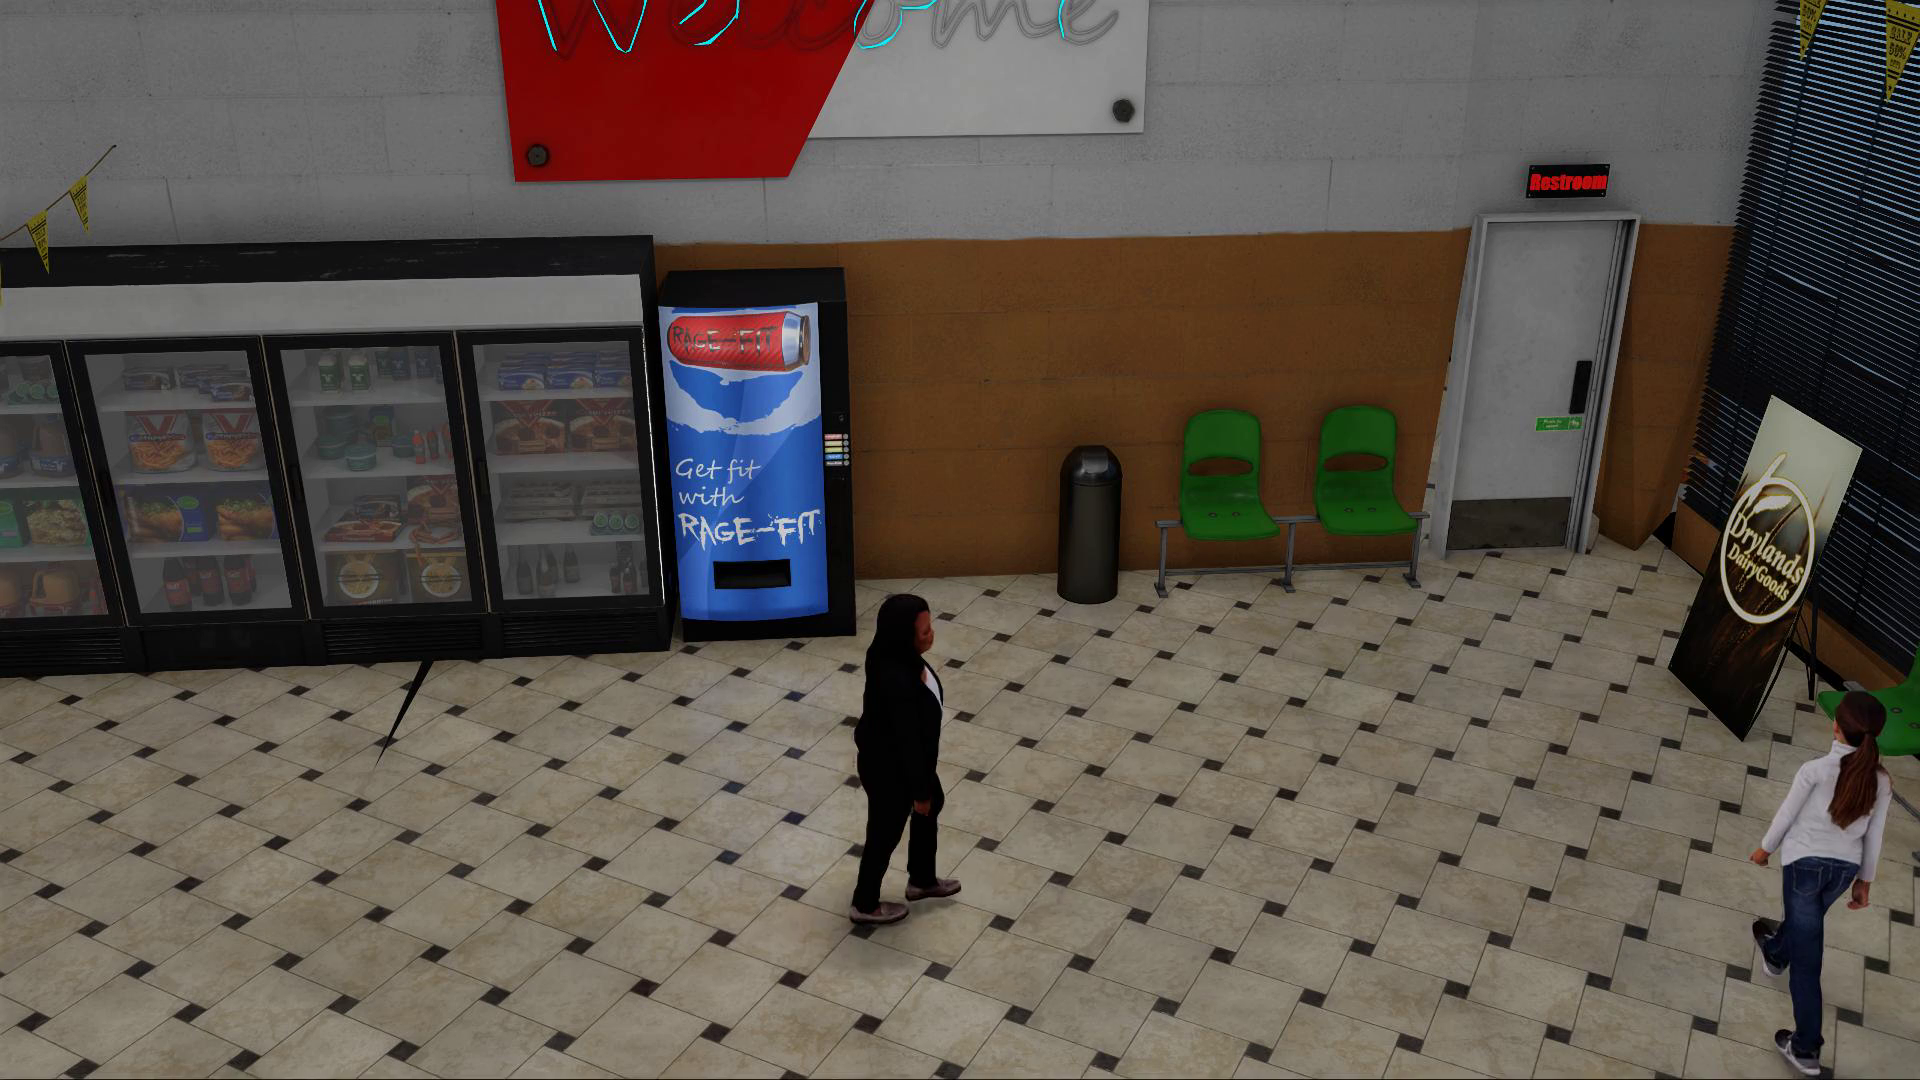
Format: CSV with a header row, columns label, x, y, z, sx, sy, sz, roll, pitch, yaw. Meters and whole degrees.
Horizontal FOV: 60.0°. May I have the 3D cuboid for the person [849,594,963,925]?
label,x,y,z,sx,sy,sz,roll,pitch,yaw
person,-0.359,0.981,7.197,0.740,1.595,0.700,-3,24,-8

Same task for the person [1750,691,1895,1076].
label,x,y,z,sx,sy,sz,roll,pitch,yaw
person,3.362,1.352,6.460,0.571,1.508,1.087,0,24,0
